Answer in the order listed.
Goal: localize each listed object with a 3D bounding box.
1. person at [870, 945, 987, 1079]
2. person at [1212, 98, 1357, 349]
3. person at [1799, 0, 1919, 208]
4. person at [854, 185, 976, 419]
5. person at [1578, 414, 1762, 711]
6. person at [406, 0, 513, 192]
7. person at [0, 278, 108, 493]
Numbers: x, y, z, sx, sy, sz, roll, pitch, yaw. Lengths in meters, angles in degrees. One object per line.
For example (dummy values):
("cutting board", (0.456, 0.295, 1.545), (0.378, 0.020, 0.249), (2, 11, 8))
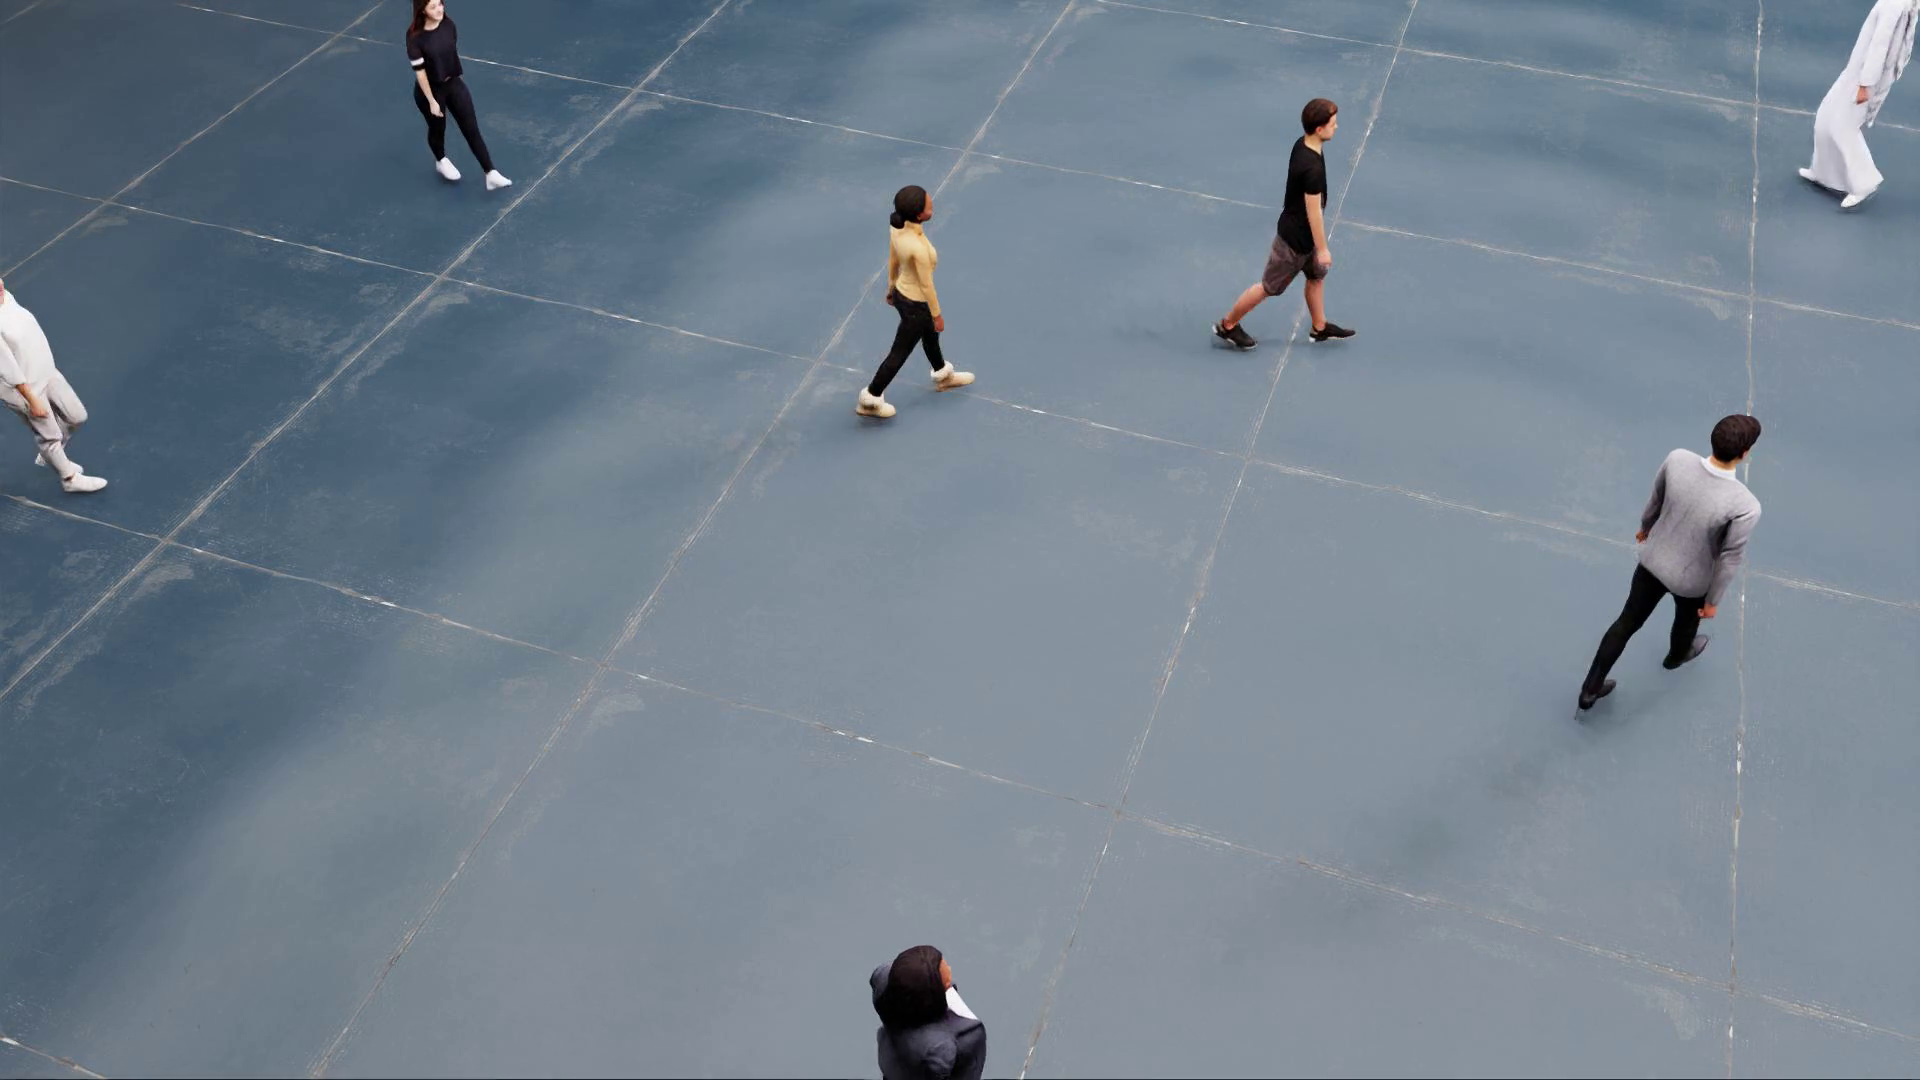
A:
("person", (-0.203, 2.143, 6.634), (1.058, 1.560, 1.083), (-28, 50, -27))
("person", (2.123, -2.006, 10.882), (1.261, 1.826, 0.829), (6, 43, 6))
("person", (6.796, -3.434, 12.360), (0.933, 1.896, 0.847), (20, 47, 20))
("person", (-0.374, -1.450, 10.438), (1.161, 1.619, 1.076), (-16, 45, -17))
("person", (3.612, 0.165, 8.521), (1.245, 1.875, 1.297), (-26, 49, -25))
("person", (-3.967, -3.397, 12.537), (1.130, 1.600, 0.846), (30, 51, 28))
("person", (-5.576, -0.931, 9.839), (0.754, 1.678, 0.714), (-2, 43, -2))
